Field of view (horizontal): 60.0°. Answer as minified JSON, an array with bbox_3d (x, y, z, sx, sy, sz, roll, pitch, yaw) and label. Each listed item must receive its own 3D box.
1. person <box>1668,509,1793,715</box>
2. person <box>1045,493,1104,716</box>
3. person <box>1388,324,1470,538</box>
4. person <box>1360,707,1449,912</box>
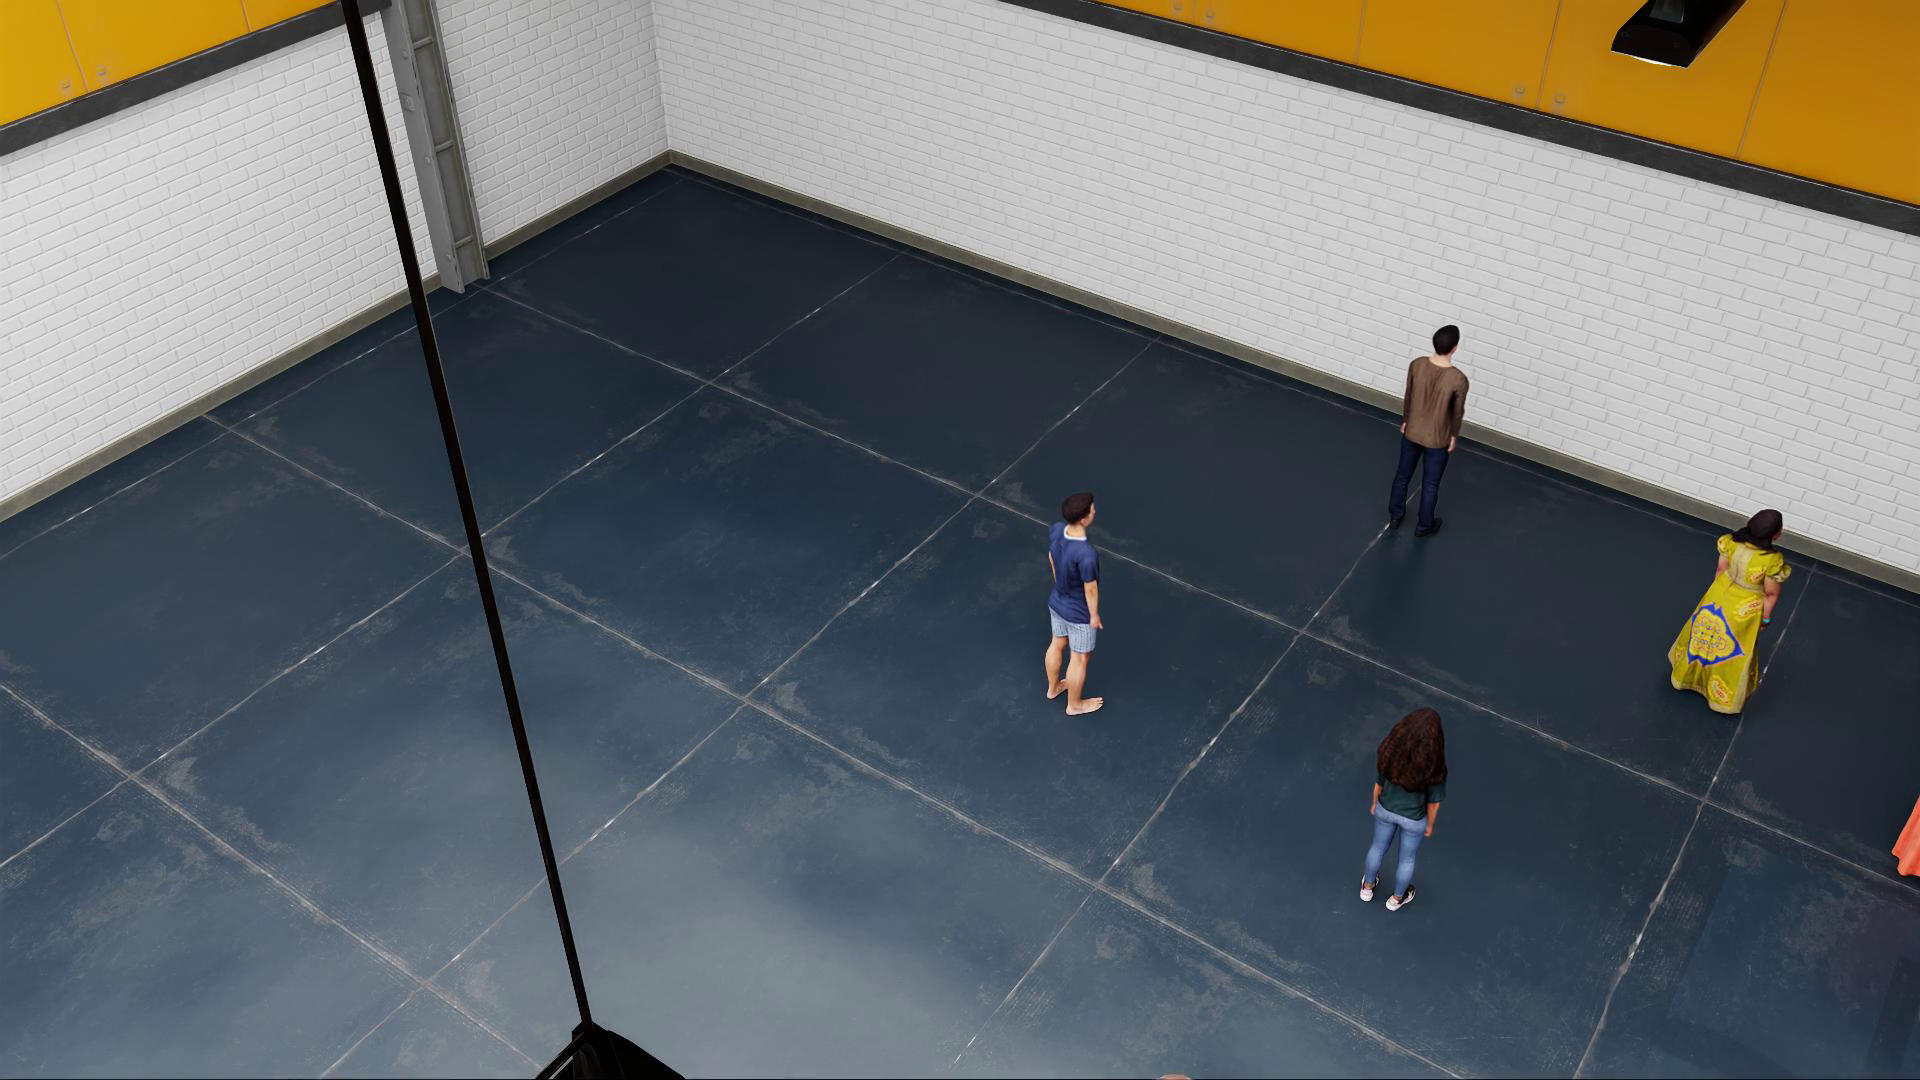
[{"bbox_3d":[5.419,0.464,11.599,0.949,1.660,0.972,-22,43,-25],"label":"person"},{"bbox_3d":[0.781,0.438,11.479,0.675,1.850,0.689,-23,44,-26],"label":"person"},{"bbox_3d":[3.673,-0.851,13.062,0.658,1.888,0.585,26,46,29],"label":"person"},{"bbox_3d":[2.705,1.644,10.156,0.598,1.617,0.591,22,43,25],"label":"person"}]
